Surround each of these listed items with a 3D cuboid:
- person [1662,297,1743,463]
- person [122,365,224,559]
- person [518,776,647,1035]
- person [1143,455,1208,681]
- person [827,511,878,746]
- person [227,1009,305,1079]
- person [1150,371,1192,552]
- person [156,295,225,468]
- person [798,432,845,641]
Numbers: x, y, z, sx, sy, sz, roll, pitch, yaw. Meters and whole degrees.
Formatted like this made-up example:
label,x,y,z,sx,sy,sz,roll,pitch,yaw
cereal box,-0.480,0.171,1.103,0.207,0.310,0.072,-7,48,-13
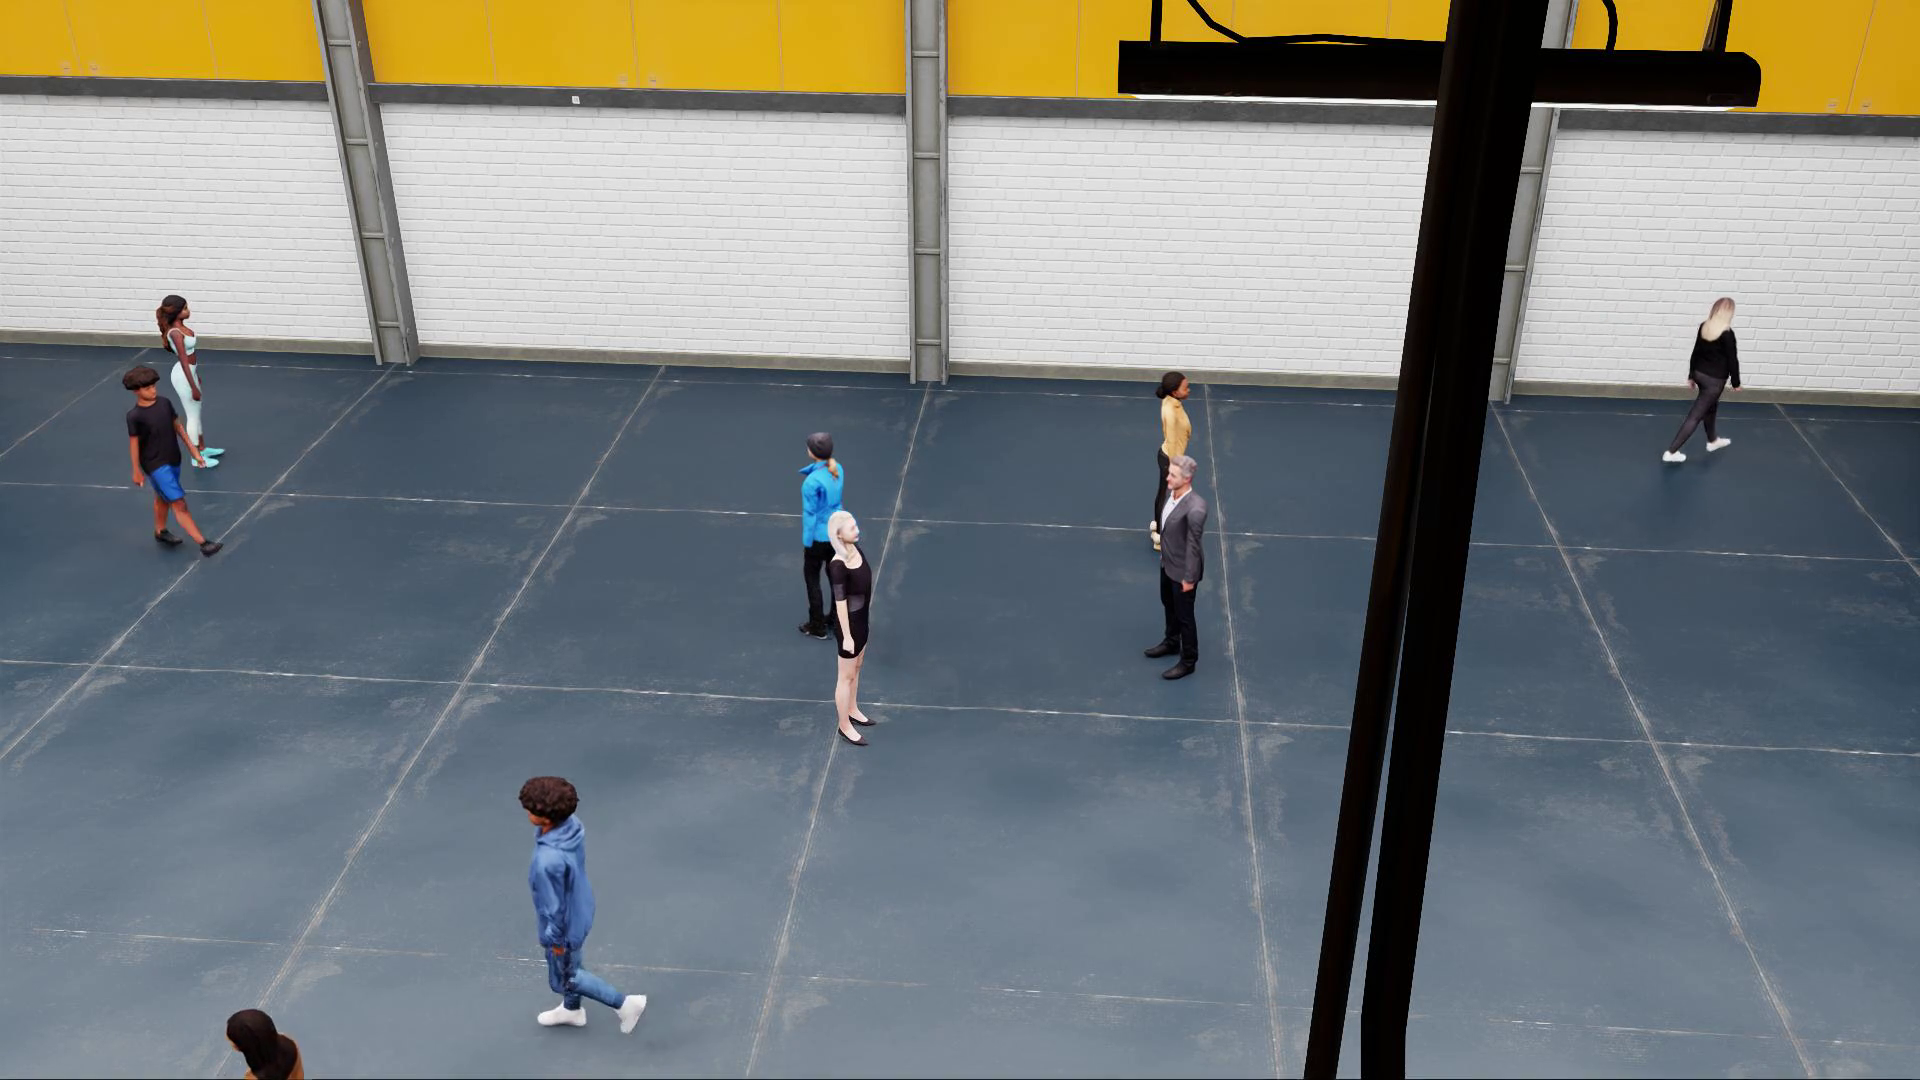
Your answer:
label,x,y,z,sx,sy,sz,roll,pitch,yaw
person,7.138,-1.484,15.980,1.159,1.644,0.863,-8,30,-15
person,-6.978,-0.680,14.404,1.208,1.743,0.833,10,30,18
person,-2.129,2.079,9.291,0.915,1.794,0.699,1,29,2
person,1.683,0.175,12.743,0.736,1.832,0.787,-9,30,-16
person,-0.785,0.616,11.940,0.550,1.827,0.608,6,29,12
person,-3.138,2.872,7.962,0.712,1.675,0.577,2,29,3
person,1.833,-0.701,14.529,0.547,1.659,0.590,2,29,3
person,-7.431,-1.535,15.990,0.655,1.724,0.644,-10,30,-18
person,-1.017,-0.027,13.156,0.793,1.791,0.757,21,35,34
